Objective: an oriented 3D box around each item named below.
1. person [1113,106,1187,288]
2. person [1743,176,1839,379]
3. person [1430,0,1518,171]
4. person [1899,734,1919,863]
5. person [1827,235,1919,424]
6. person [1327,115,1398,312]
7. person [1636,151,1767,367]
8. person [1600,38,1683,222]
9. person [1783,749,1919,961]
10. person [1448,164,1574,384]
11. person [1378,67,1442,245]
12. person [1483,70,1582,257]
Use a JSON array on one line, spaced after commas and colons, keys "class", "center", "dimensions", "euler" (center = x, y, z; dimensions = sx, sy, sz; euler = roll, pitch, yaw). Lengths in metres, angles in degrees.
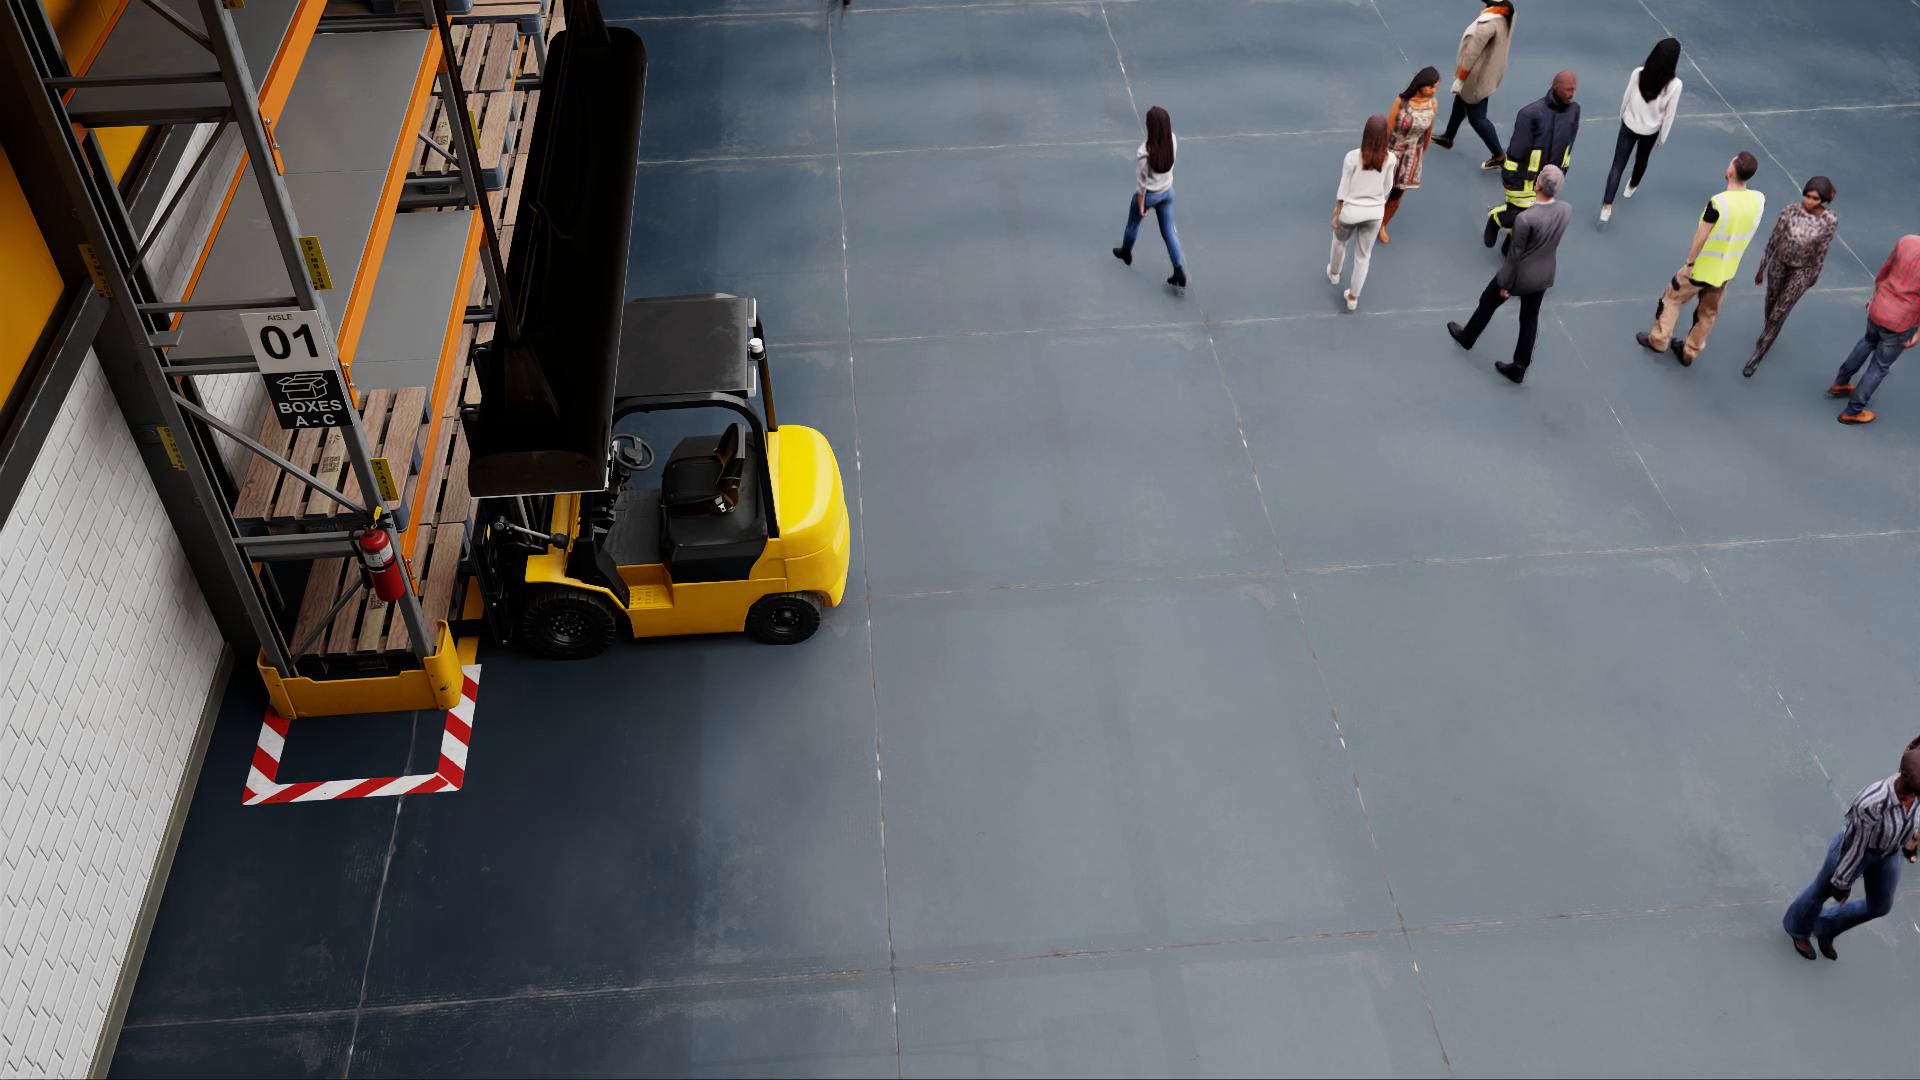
[{"class": "person", "center": [1.701, -2.847, 13.957], "dimensions": [0.937, 1.594, 1.158], "euler": [-24, 49, -23]}, {"class": "person", "center": [6.607, -2.161, 13.181], "dimensions": [0.996, 1.672, 1.070], "euler": [28, 50, 26]}, {"class": "person", "center": [4.873, -4.276, 15.264], "dimensions": [1.206, 1.862, 1.188], "euler": [25, 49, 24]}, {"class": "person", "center": [5.632, 1.229, 9.561], "dimensions": [0.692, 1.758, 0.756], "euler": [3, 44, 4]}, {"class": "person", "center": [7.052, -1.698, 12.590], "dimensions": [0.869, 1.816, 0.758], "euler": [-17, 46, -17]}, {"class": "person", "center": [3.310, -2.653, 13.705], "dimensions": [0.665, 1.662, 0.866], "euler": [0, 44, 0]}, {"class": "person", "center": [5.929, -2.122, 13.030], "dimensions": [0.737, 1.823, 0.759], "euler": [-9, 44, -10]}, {"class": "person", "center": [5.976, -3.593, 14.692], "dimensions": [0.988, 1.661, 1.182], "euler": [19, 47, 19]}, {"class": "person", "center": [4.844, 1.670, 9.081], "dimensions": [0.743, 1.781, 0.738], "euler": [-16, 46, -16]}, {"class": "person", "center": [4.445, -2.017, 12.928], "dimensions": [0.958, 1.812, 1.164], "euler": [-19, 47, -19]}, {"class": "person", "center": [3.846, -3.421, 14.543], "dimensions": [0.655, 1.617, 0.804], "euler": [0, 44, 0]}, {"class": "person", "center": [4.868, -3.210, 14.186], "dimensions": [0.818, 1.804, 0.907], "euler": [-9, 44, -9]}]
